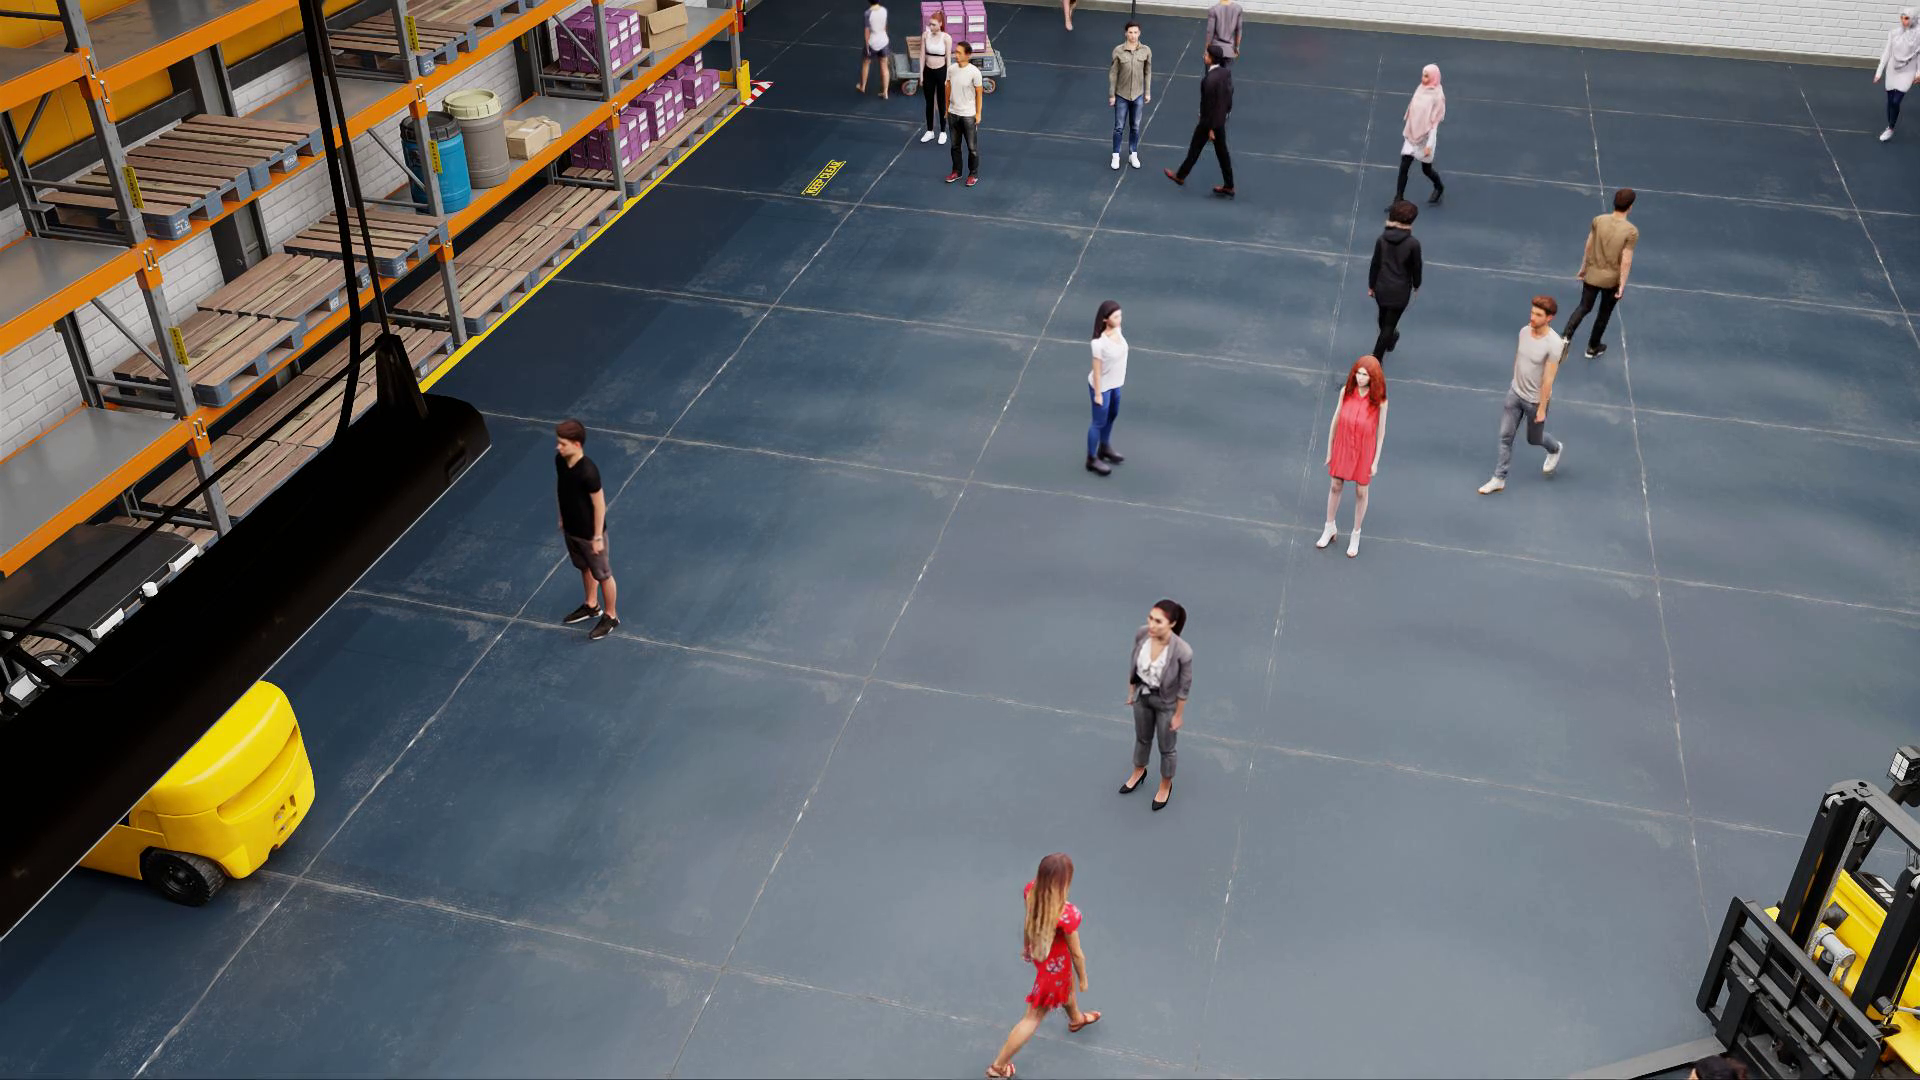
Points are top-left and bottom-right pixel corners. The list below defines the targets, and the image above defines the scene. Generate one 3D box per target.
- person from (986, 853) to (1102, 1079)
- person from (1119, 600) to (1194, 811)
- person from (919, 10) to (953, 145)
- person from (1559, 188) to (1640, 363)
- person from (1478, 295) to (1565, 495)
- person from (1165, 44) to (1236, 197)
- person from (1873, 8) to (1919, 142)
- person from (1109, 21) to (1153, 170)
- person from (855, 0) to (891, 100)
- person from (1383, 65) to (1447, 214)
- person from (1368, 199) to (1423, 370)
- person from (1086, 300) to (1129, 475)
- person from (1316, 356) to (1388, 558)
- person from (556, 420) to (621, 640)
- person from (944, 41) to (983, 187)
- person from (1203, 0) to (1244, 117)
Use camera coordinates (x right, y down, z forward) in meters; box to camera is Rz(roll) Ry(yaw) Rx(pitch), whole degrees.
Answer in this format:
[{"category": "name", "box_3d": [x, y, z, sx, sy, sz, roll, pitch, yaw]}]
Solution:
[{"category": "person", "box_3d": [0.443, 2.415, 9.332, 1.132, 1.553, 1.019, -21, 39, -28]}, {"category": "person", "box_3d": [1.339, 1.091, 11.211, 0.708, 1.677, 0.723, 27, 42, 34]}, {"category": "person", "box_3d": [-0.316, -6.135, 22.017, 0.599, 1.751, 0.534, 11, 35, 16]}, {"category": "person", "box_3d": [6.371, -2.586, 16.610, 1.208, 1.825, 1.053, -27, 42, -34]}, {"category": "person", "box_3d": [5.078, -1.281, 14.610, 1.233, 1.865, 1.144, -20, 38, -27]}, {"category": "person", "box_3d": [3.182, -5.102, 20.396, 1.069, 1.823, 1.247, 23, 40, 30]}, {"category": "person", "box_3d": [12.553, -6.194, 22.120, 0.812, 1.734, 0.868, 22, 39, 29]}, {"category": "person", "box_3d": [2.167, -5.701, 21.260, 0.783, 1.865, 0.730, -4, 34, -6]}, {"category": "person", "box_3d": [-1.137, -7.002, 23.512, 0.884, 1.539, 0.950, -17, 37, -24]}, {"category": "person", "box_3d": [5.623, -4.807, 20.000, 1.203, 1.771, 1.115, -20, 39, -27]}, {"category": "person", "box_3d": [4.269, -2.443, 16.488, 0.886, 1.721, 1.200, 21, 39, 28]}, {"category": "person", "box_3d": [1.292, -1.376, 14.925, 0.720, 1.676, 0.565, 18, 38, 25]}, {"category": "person", "box_3d": [3.268, -0.709, 13.784, 0.642, 1.828, 0.594, 18, 38, 25]}, {"category": "person", "box_3d": [-2.888, -0.111, 12.854, 0.772, 1.861, 0.774, -29, 43, -36]}, {"category": "person", "box_3d": [0.054, -5.339, 20.774, 0.684, 1.801, 0.602, 15, 37, 22]}, {"category": "person", "box_3d": [3.588, -6.740, 22.836, 0.747, 1.851, 0.728, -9, 35, -14]}]
